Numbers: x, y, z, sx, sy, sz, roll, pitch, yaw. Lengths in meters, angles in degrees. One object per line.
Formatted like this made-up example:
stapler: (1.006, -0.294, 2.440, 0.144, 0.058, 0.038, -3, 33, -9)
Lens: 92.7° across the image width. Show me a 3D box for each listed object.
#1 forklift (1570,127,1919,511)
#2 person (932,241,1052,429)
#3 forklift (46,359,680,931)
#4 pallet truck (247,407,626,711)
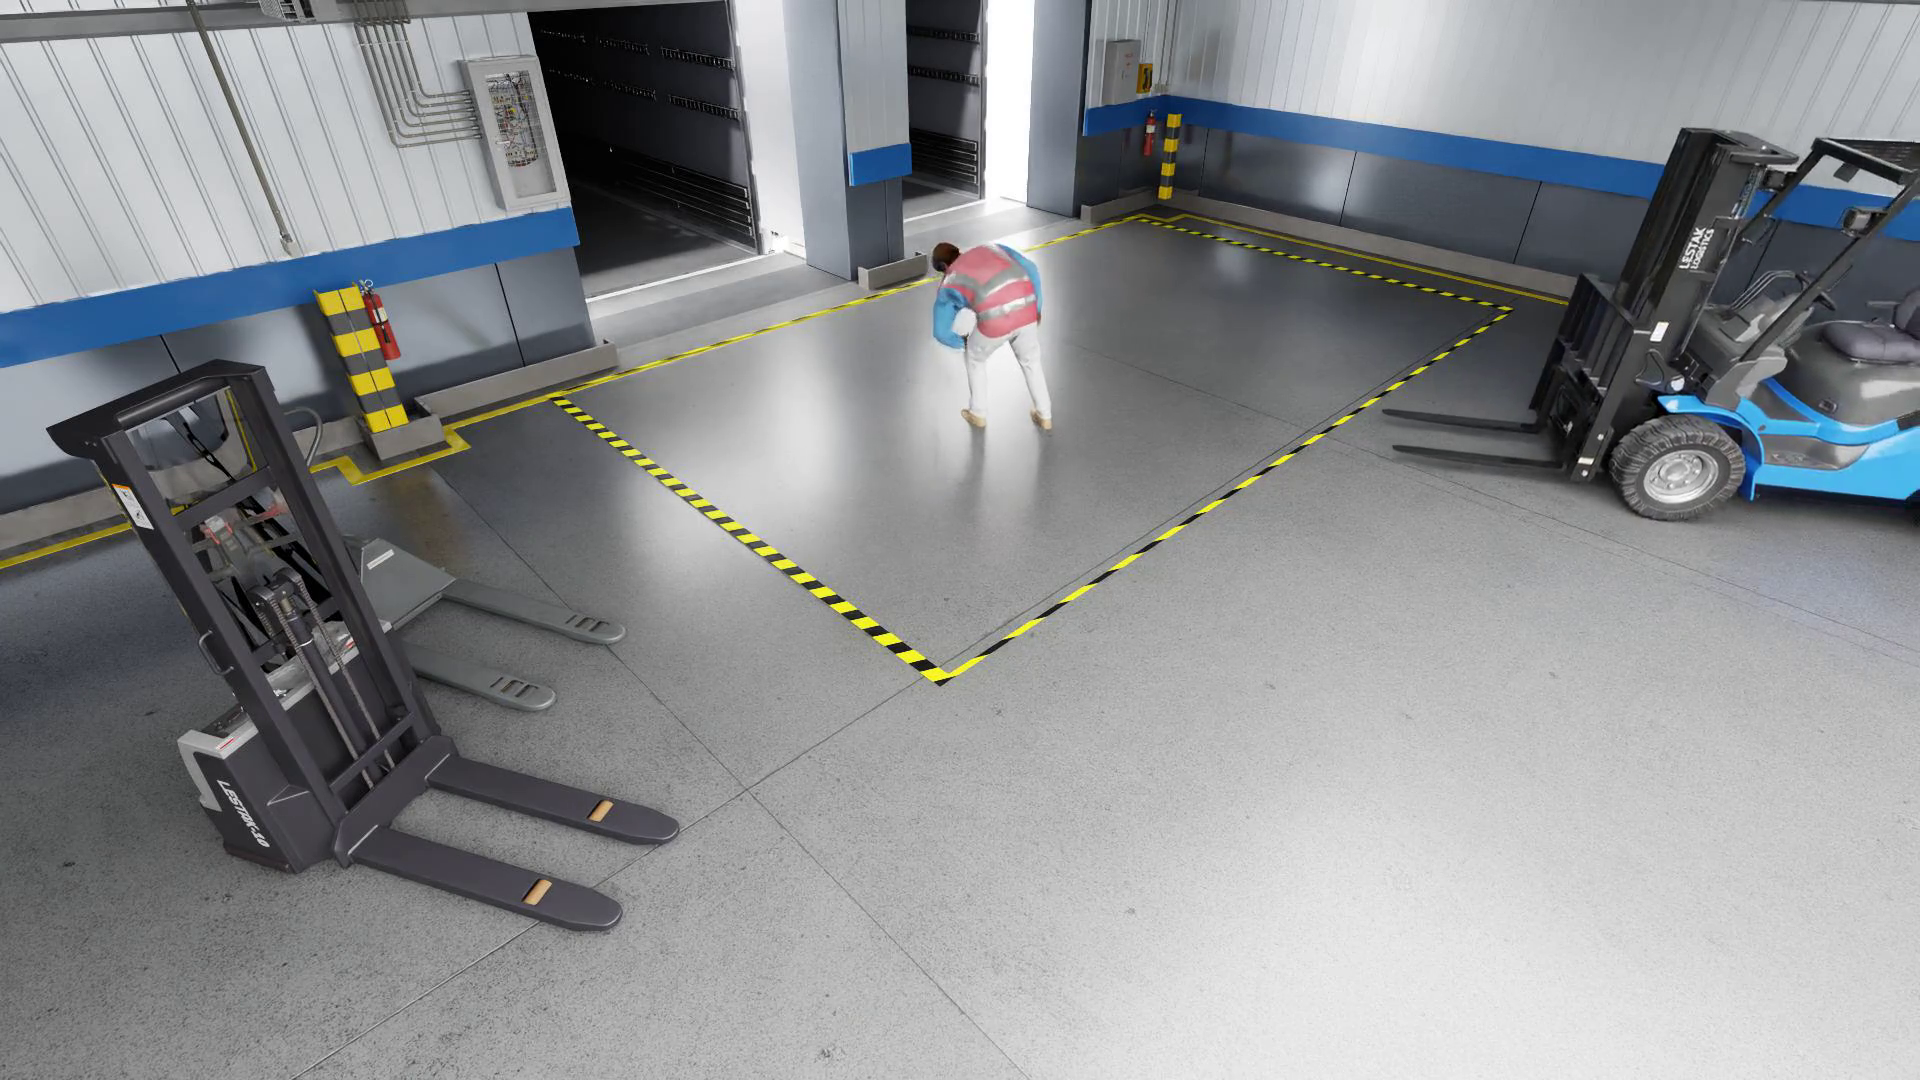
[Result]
forklift: (5.422, -1.316, 5.593, 2.680, 2.036, 1.157, 8, 35, 12)
person: (0.177, -1.515, 6.821, 0.889, 1.334, 0.887, -12, 36, -17)
forklift: (-2.135, 0.422, 3.354, 1.885, 1.965, 0.823, 10, 35, 14)
pallet truck: (-2.628, 0.038, 4.590, 1.601, 1.201, 0.680, 12, 36, 18)
